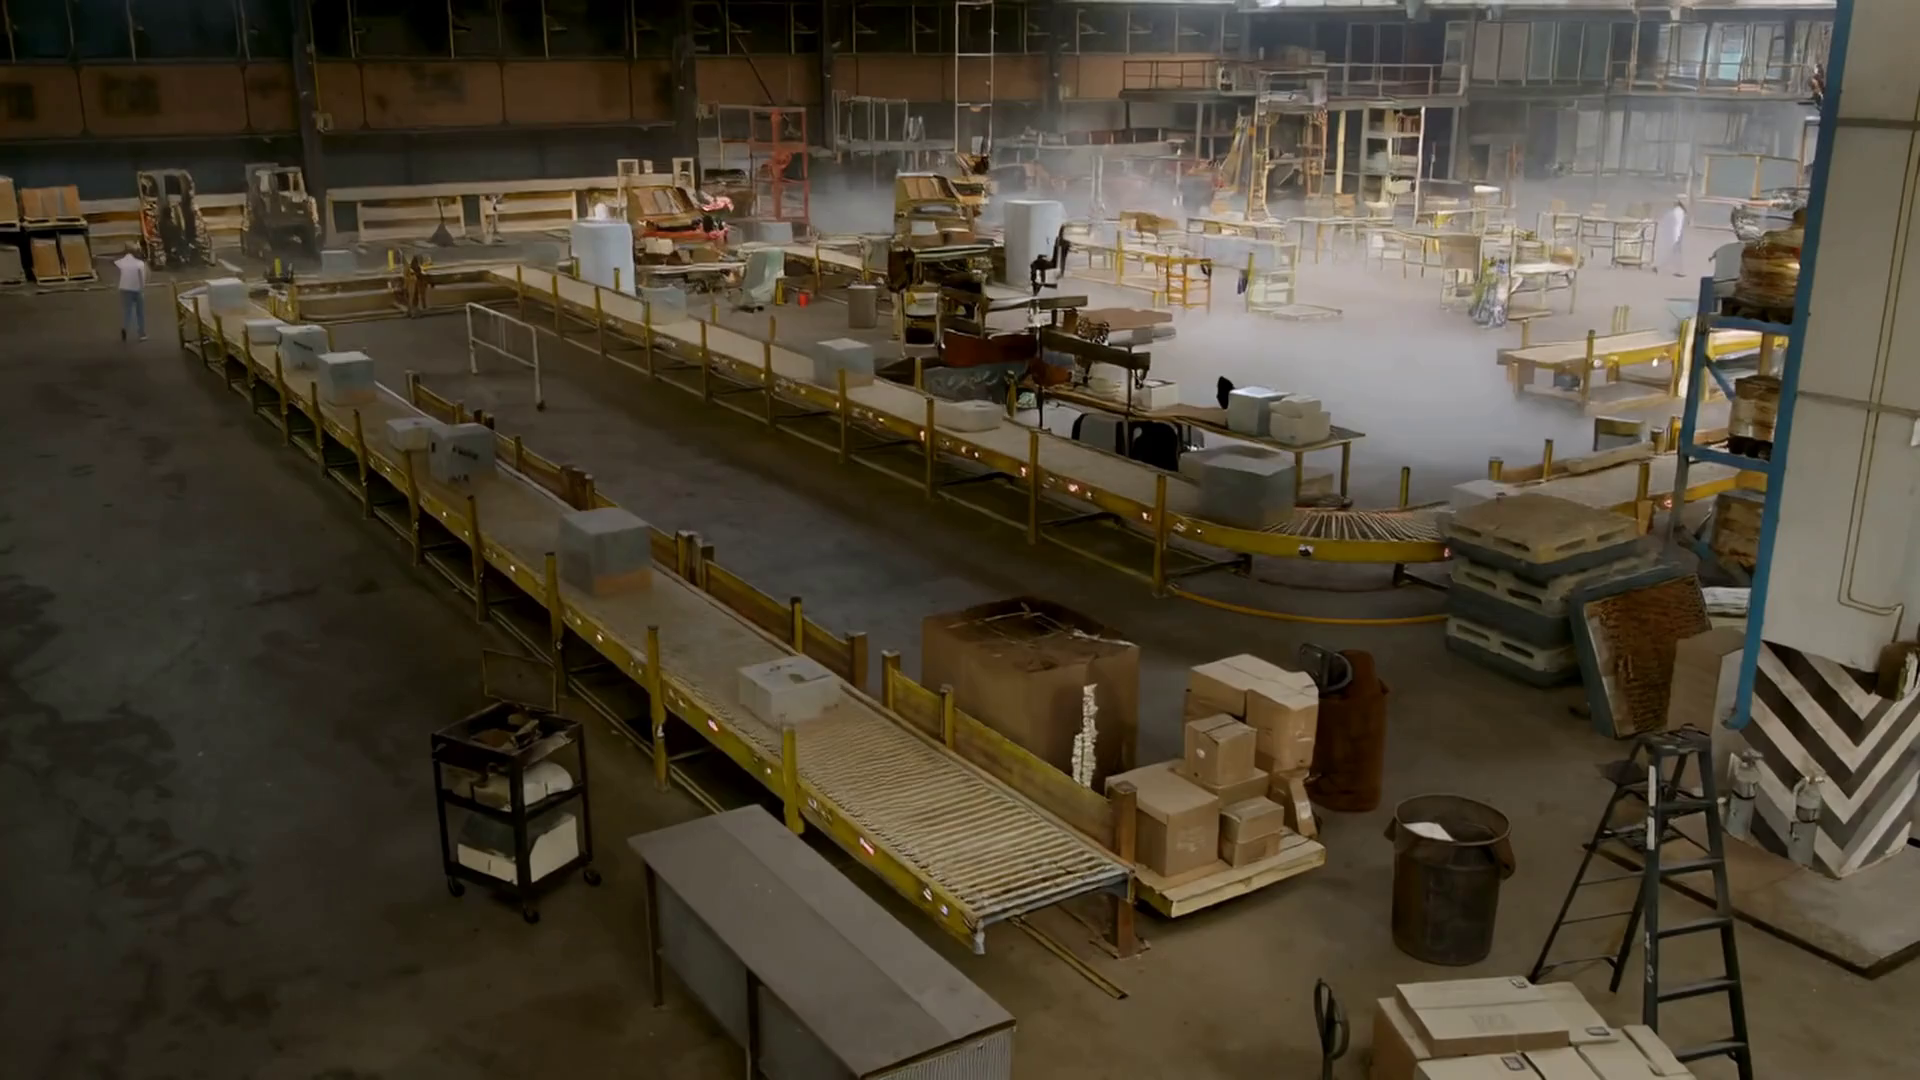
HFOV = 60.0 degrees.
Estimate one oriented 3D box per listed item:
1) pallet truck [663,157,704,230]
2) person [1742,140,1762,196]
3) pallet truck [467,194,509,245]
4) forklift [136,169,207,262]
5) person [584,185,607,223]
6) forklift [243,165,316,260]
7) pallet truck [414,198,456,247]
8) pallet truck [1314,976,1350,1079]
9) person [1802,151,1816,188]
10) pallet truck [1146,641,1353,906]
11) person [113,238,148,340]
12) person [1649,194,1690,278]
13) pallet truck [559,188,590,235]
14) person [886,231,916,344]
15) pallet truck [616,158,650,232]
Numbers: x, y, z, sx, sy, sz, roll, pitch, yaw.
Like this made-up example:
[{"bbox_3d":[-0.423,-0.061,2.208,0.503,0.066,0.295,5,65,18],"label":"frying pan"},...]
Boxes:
[{"bbox_3d":[-7.586,-9.308,44.692,0.823,1.965,1.885,-11,20,-33],"label":"pallet truck"},{"bbox_3d":[26.181,-12.196,54.606,0.815,1.814,0.553,3,17,11],"label":"person"},{"bbox_3d":[-11.983,-8.177,42.137,0.704,1.261,1.522,-11,20,-33],"label":"pallet truck"},{"bbox_3d":[-17.842,-7.318,37.559,1.157,1.987,2.680,-10,20,-31],"label":"forklift"},{"bbox_3d":[-7.724,-6.501,35.307,0.461,2.024,0.626,-13,21,-38],"label":"person"},{"bbox_3d":[-15.898,-7.669,38.708,1.157,1.987,2.680,-11,20,-33],"label":"forklift"},{"bbox_3d":[-13.250,-8.060,41.856,0.680,1.201,1.601,-10,20,-31],"label":"pallet truck"},{"bbox_3d":[2.299,2.390,7.086,1.601,1.201,0.680,-2,17,-7],"label":"pallet truck"},{"bbox_3d":[24.711,-10.313,48.215,0.595,1.898,0.753,-3,17,-11],"label":"person"},{"bbox_3d":[1.664,1.407,10.232,1.630,1.274,0.653,-10,20,-31],"label":"pallet truck"},{"bbox_3d":[-14.099,-4.240,28.254,0.536,1.742,0.530,-1,17,-3],"label":"person"},{"bbox_3d":[15.382,-6.565,35.907,0.702,1.809,0.607,3,17,9],"label":"person"},{"bbox_3d":[-10.010,-8.652,43.699,0.653,1.274,1.630,-10,20,-31],"label":"pallet truck"},{"bbox_3d":[-1.020,-4.263,28.088,0.400,1.897,0.643,-16,23,-42],"label":"person"},{"bbox_3d":[-8.918,-9.176,44.255,0.823,1.965,1.885,-9,19,-27],"label":"pallet truck"}]
